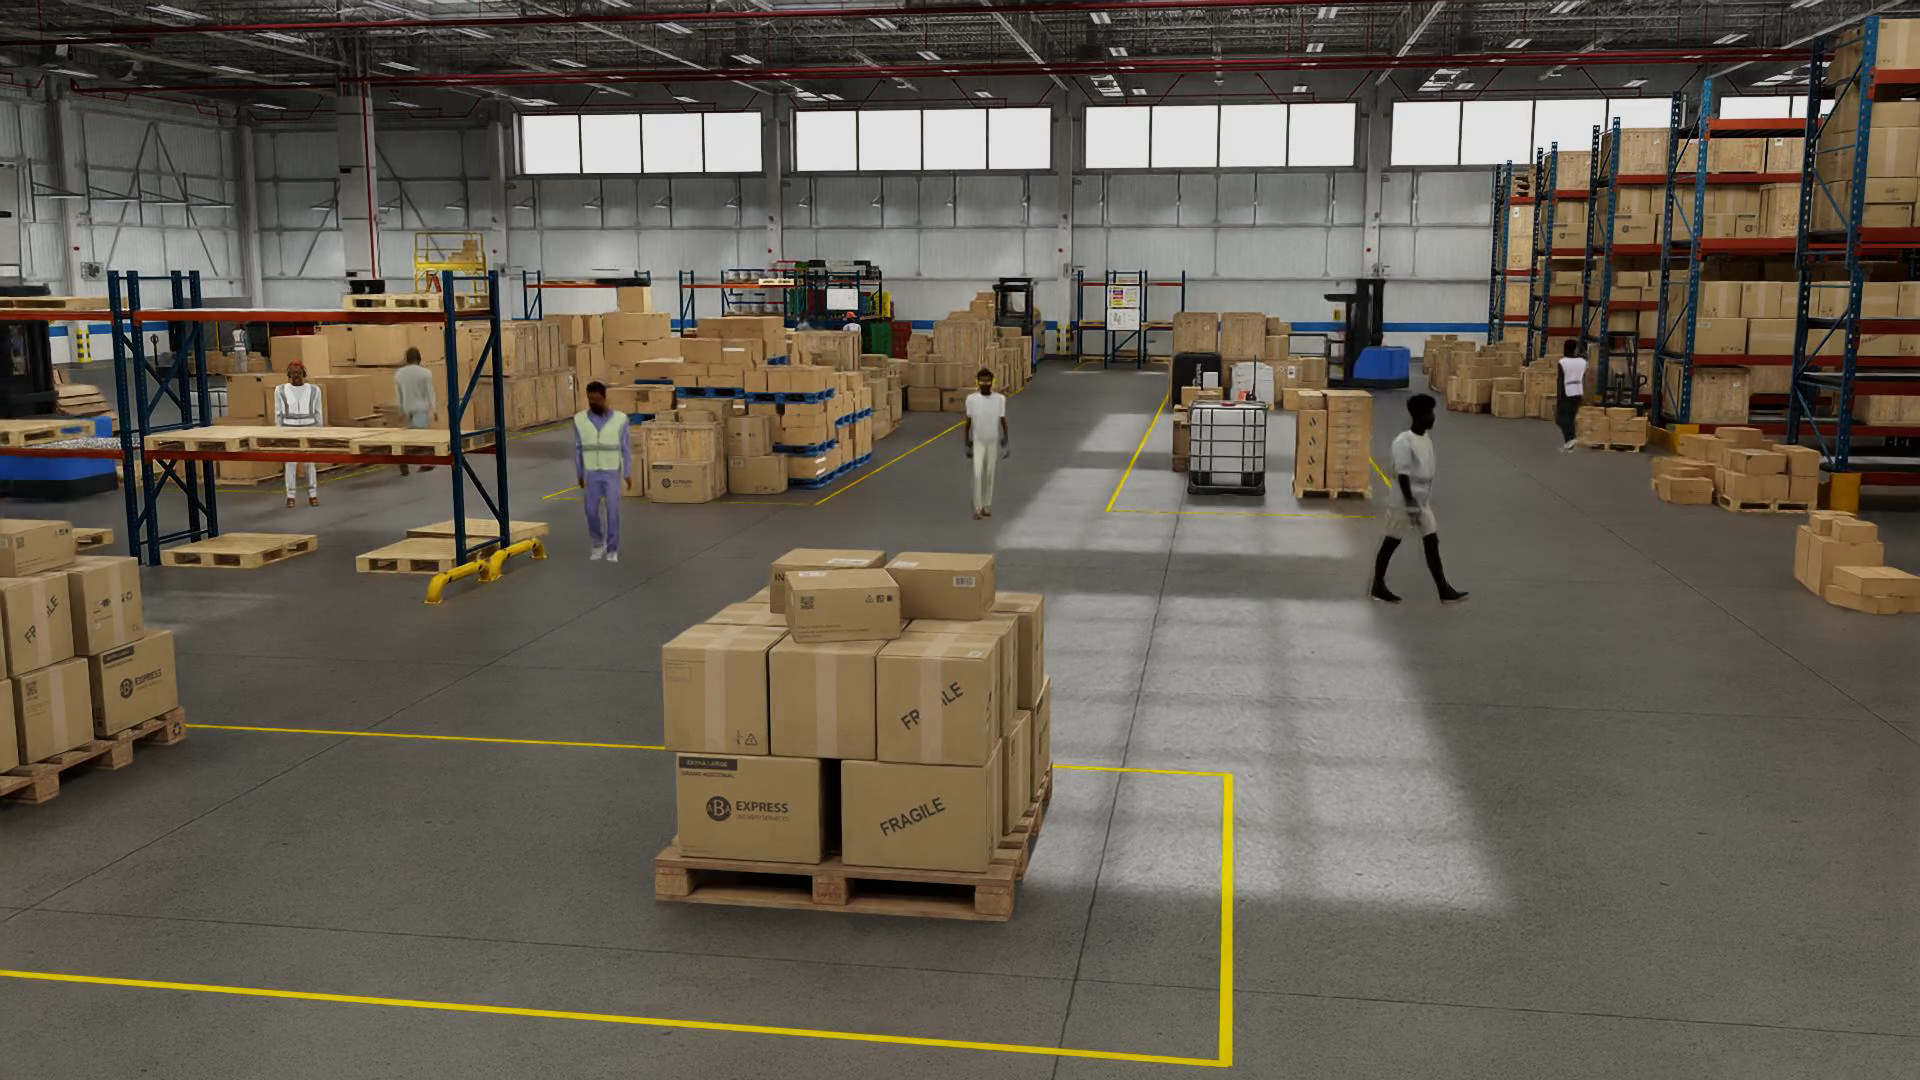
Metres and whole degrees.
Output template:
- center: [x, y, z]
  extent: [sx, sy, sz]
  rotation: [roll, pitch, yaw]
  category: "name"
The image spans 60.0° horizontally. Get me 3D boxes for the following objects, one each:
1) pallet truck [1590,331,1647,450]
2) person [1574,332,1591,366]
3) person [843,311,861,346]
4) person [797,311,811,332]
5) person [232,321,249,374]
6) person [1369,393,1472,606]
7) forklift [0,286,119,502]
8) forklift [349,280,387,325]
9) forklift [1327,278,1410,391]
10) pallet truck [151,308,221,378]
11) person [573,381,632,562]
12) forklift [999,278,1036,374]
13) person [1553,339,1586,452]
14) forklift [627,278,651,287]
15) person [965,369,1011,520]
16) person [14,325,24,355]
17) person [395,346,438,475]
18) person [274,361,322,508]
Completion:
- center: [11.253, -2.573, 28.499]
  extent: [0.823, 1.965, 1.885]
  rotation: [5, 10, 27]
  category: "pallet truck"
- center: [14.427, -4.001, 38.471]
  extent: [0.553, 1.618, 0.545]
  rotation: [-6, 11, -34]
  category: "person"
- center: [-2.948, -5.241, 45.187]
  extent: [0.542, 1.928, 0.399]
  rotation: [-6, 11, -34]
  category: "person"
- center: [-4.252, -5.439, 46.451]
  extent: [0.750, 1.916, 0.646]
  rotation: [-6, 11, -31]
  category: "person"
- center: [-19.934, -5.250, 46.111]
  extent: [0.522, 1.639, 0.305]
  rotation: [4, 10, 24]
  category: "person"
- center: [4.135, -0.342, 14.928]
  extent: [0.973, 1.923, 0.603]
  rotation: [9, 13, 44]
  category: "person"
- center: [-12.387, -1.963, 22.021]
  extent: [1.873, 2.768, 1.129]
  rotation: [1, 9, 9]
  category: "forklift"
- center: [-12.668, -4.187, 35.739]
  extent: [1.873, 2.768, 1.129]
  rotation: [1, 9, 9]
  category: "forklift"
- center: [10.398, -5.236, 42.207]
  extent: [1.873, 2.768, 1.129]
  rotation: [9, 13, 44]
  category: "forklift"
- center: [-21.869, -5.598, 47.154]
  extent: [0.823, 1.965, 1.885]
  rotation: [4, 10, 26]
  category: "pallet truck"
- center: [-3.695, -0.696, 17.256]
  extent: [0.616, 1.898, 0.493]
  rotation: [-1, 9, -3]
  category: "person"
- center: [1.606, -6.208, 48.199]
  extent: [1.129, 2.768, 1.873]
  rotation: [1, 9, 9]
  category: "forklift"
- center: [10.155, -2.393, 27.682]
  extent: [0.591, 1.904, 0.444]
  rotation: [-4, 10, -22]
  category: "person"
- center: [-8.733, -5.757, 45.420]
  extent: [1.873, 2.768, 1.129]
  rotation: [1, 9, 9]
  category: "forklift"
- center: [0.345, -1.151, 20.226]
  extent: [0.541, 1.828, 0.914]
  rotation: [-1, 9, -4]
  category: "person"
- center: [-19.502, -3.556, 34.731]
  extent: [0.349, 1.940, 0.551]
  rotation: [-2, 9, -14]
  category: "person"
- center: [-8.144, -1.918, 24.746]
  extent: [0.637, 1.913, 0.844]
  rotation: [4, 10, 25]
  category: "person"
- center: [-8.483, -1.359, 21.364]
  extent: [0.572, 1.883, 0.354]
  rotation: [-4, 10, -25]
  category: "person"
